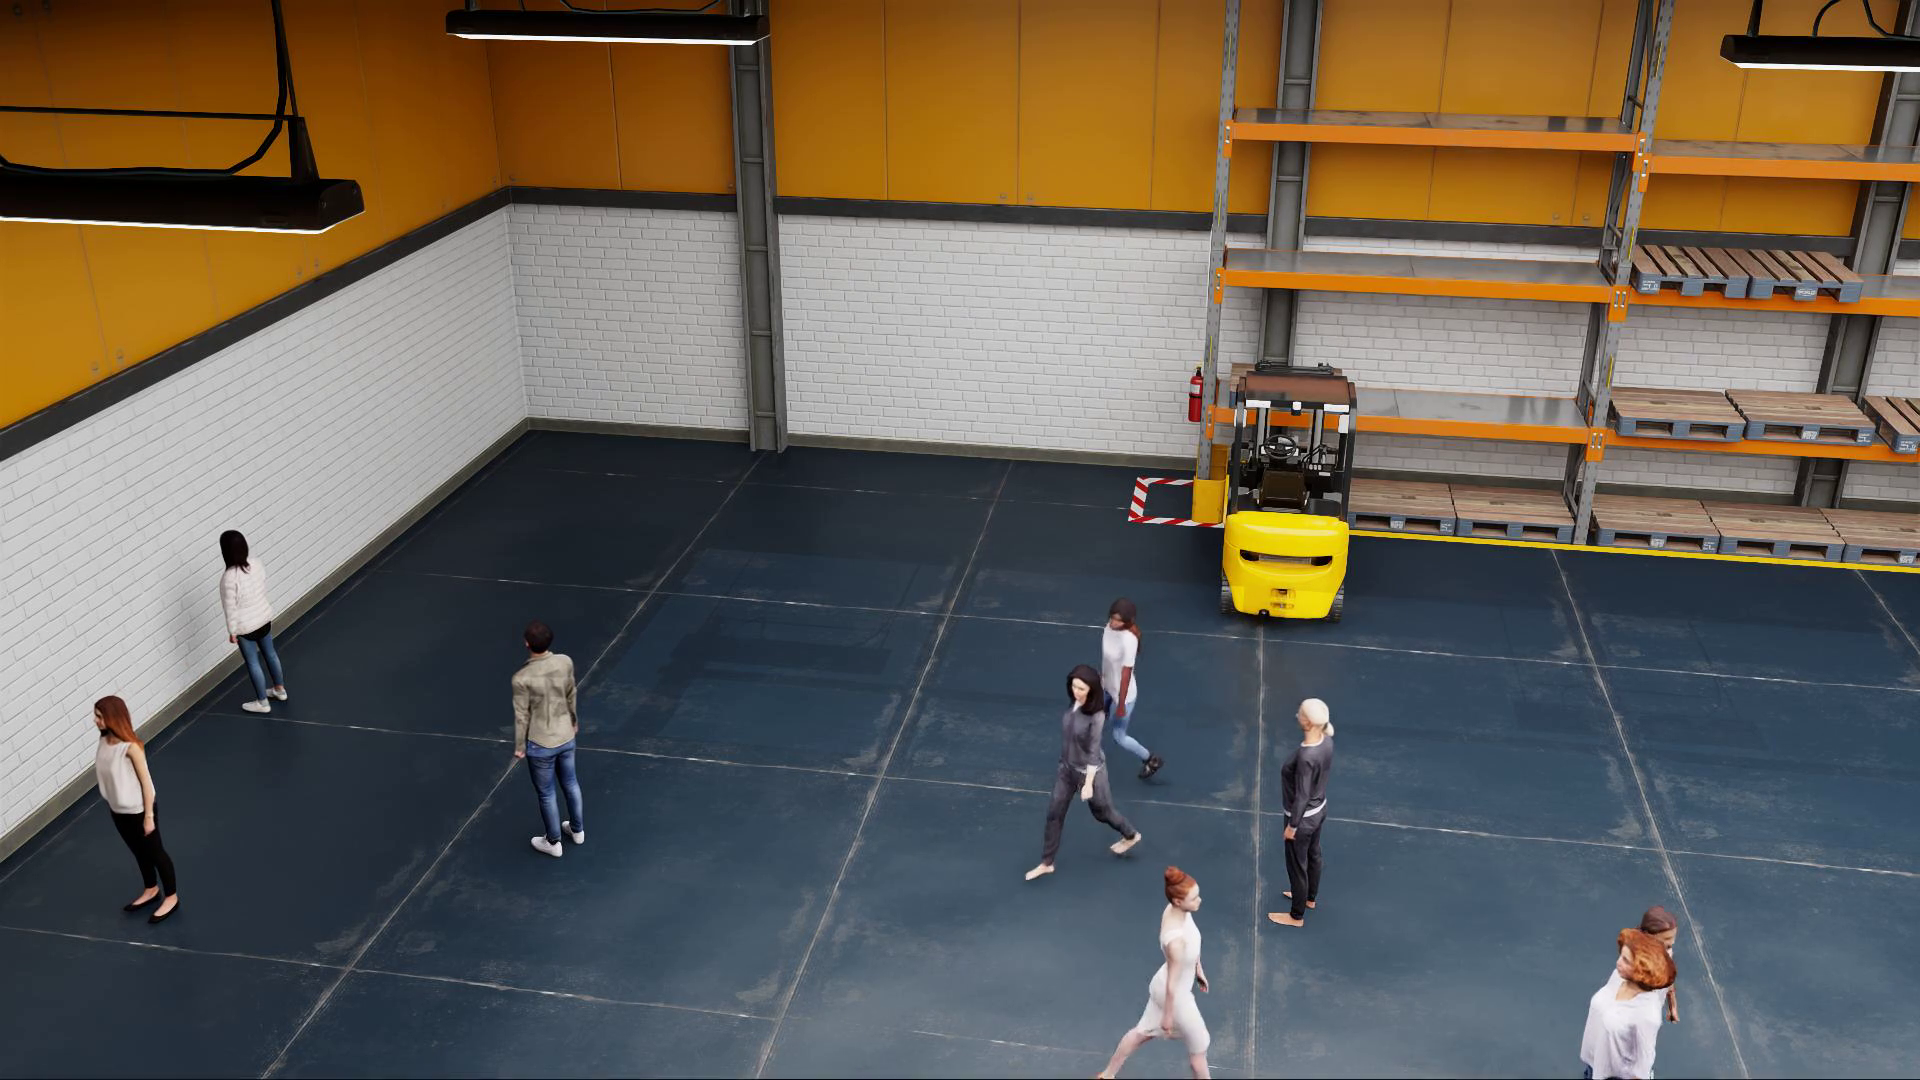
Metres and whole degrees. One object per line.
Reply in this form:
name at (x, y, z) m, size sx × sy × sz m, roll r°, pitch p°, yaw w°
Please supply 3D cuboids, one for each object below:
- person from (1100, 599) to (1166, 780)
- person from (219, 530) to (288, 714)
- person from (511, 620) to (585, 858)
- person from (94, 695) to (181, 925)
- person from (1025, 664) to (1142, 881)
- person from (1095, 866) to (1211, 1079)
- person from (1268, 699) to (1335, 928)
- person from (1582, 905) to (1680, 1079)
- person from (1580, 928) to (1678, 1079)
person at (1.280, 1.207, 12.913) m, size 1.083 × 1.688 × 0.958 m, roll -7°, pitch 25°, yaw -16°
person at (-6.046, 0.680, 14.186) m, size 0.582 × 1.634 × 0.634 m, roll 7°, pitch 25°, yaw 15°
person at (-2.996, 1.447, 12.145) m, size 0.780 × 1.865 × 0.793 m, roll 19°, pitch 30°, yaw 37°
person at (-5.680, 1.832, 11.443) m, size 0.567 × 1.721 × 0.701 m, roll 14°, pitch 27°, yaw 29°
person at (0.973, 1.648, 11.880) m, size 1.232 × 1.708 × 1.061 m, roll -10°, pitch 26°, yaw -22°
person at (1.125, 2.633, 9.575) m, size 1.078 × 1.750 × 0.627 m, roll 3°, pitch 24°, yaw 7°
person at (2.374, 1.846, 11.402) m, size 0.650 × 1.728 × 0.672 m, roll 15°, pitch 28°, yaw 30°
person at (3.835, 2.722, 9.641) m, size 0.925 × 1.534 × 1.000 m, roll -21°, pitch 31°, yaw -39°
person at (3.617, 2.869, 9.082) m, size 0.682 × 1.711 × 0.705 m, roll -2°, pitch 24°, yaw -4°
